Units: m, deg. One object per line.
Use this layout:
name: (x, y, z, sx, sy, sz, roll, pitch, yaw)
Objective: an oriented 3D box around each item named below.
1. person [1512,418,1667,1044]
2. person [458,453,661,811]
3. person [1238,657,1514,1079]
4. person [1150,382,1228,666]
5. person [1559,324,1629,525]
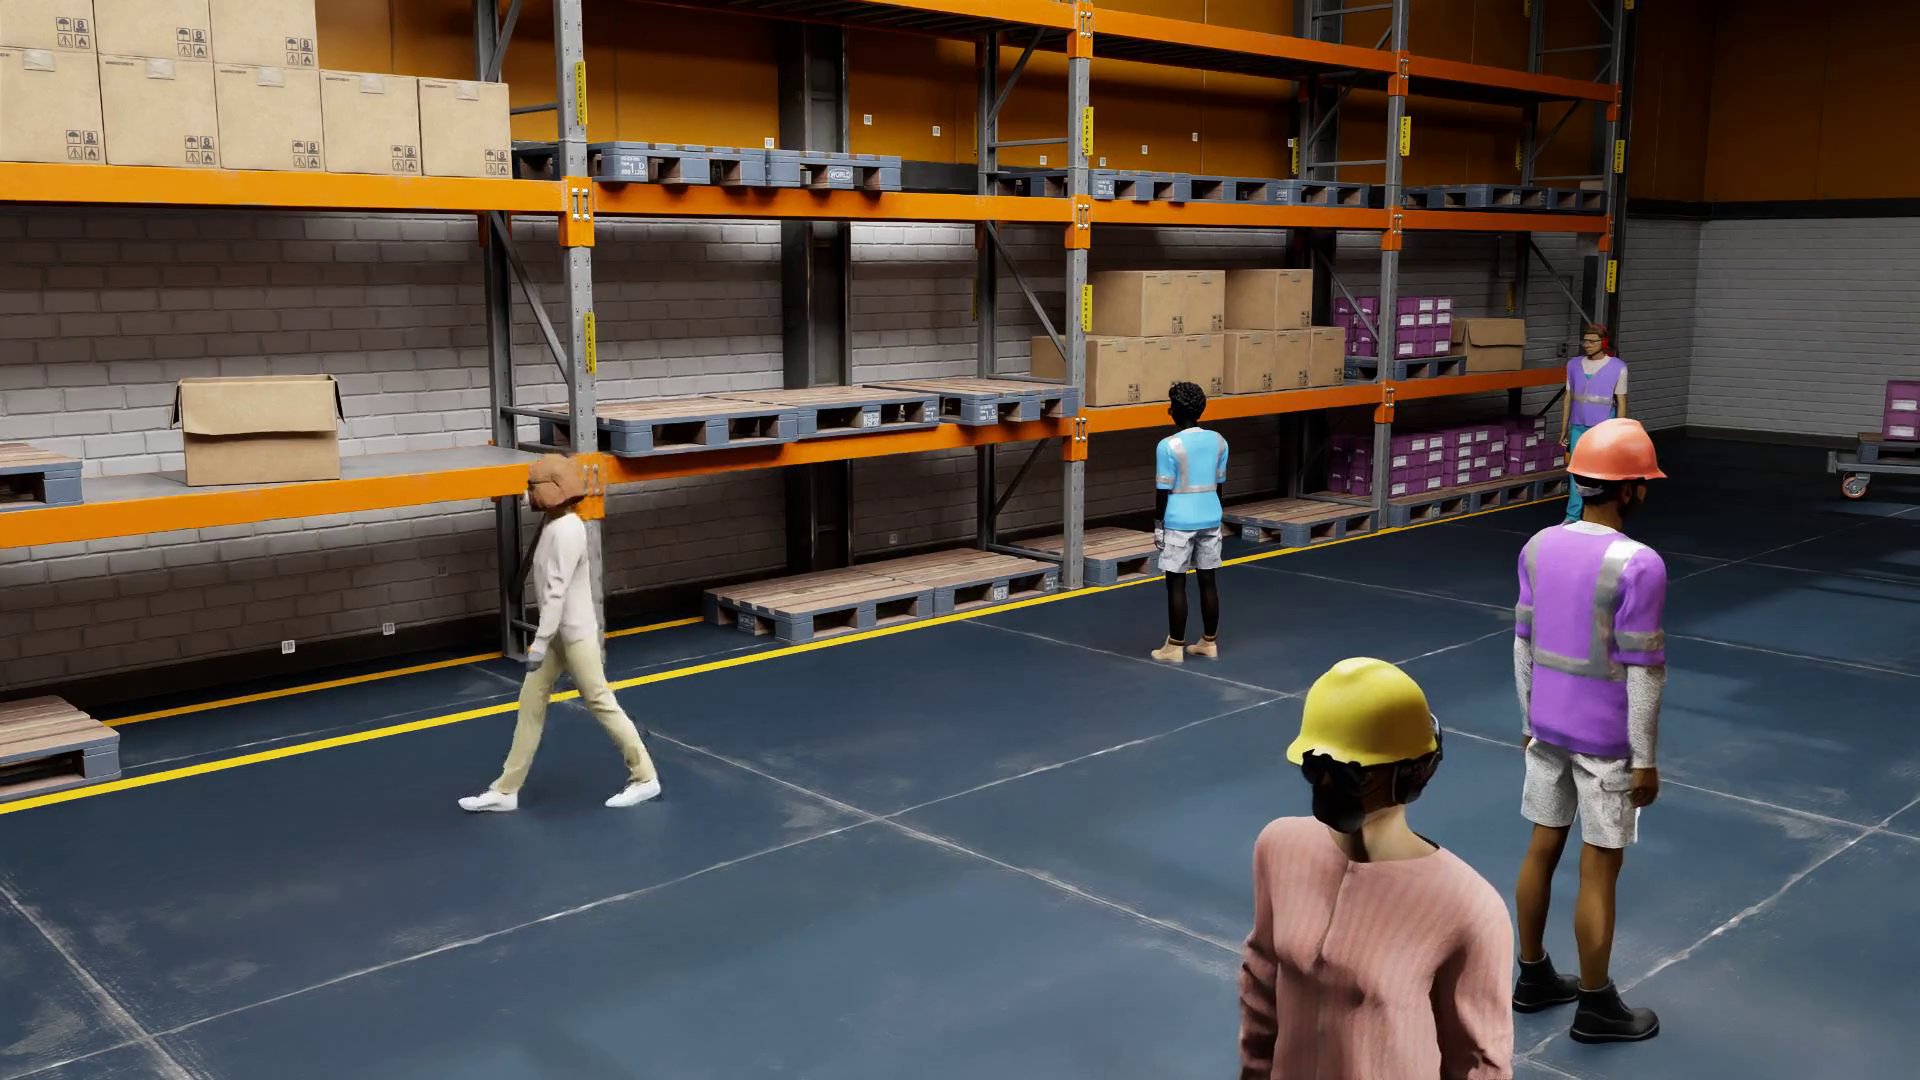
person: (1.976, 0.587, 5.199, 0.375, 1.939, 0.546, -4, 11, -24)
person: (-1.736, 0.412, 7.245, 0.858, 1.588, 0.500, -4, 11, -24)
person: (0.691, 1.066, 2.903, 0.331, 1.768, 0.526, -8, 13, -41)
person: (1.364, -0.093, 9.909, 0.534, 1.694, 0.321, -6, 12, -33)
person: (5.552, -0.969, 14.589, 0.374, 1.840, 0.572, -8, 13, -40)
